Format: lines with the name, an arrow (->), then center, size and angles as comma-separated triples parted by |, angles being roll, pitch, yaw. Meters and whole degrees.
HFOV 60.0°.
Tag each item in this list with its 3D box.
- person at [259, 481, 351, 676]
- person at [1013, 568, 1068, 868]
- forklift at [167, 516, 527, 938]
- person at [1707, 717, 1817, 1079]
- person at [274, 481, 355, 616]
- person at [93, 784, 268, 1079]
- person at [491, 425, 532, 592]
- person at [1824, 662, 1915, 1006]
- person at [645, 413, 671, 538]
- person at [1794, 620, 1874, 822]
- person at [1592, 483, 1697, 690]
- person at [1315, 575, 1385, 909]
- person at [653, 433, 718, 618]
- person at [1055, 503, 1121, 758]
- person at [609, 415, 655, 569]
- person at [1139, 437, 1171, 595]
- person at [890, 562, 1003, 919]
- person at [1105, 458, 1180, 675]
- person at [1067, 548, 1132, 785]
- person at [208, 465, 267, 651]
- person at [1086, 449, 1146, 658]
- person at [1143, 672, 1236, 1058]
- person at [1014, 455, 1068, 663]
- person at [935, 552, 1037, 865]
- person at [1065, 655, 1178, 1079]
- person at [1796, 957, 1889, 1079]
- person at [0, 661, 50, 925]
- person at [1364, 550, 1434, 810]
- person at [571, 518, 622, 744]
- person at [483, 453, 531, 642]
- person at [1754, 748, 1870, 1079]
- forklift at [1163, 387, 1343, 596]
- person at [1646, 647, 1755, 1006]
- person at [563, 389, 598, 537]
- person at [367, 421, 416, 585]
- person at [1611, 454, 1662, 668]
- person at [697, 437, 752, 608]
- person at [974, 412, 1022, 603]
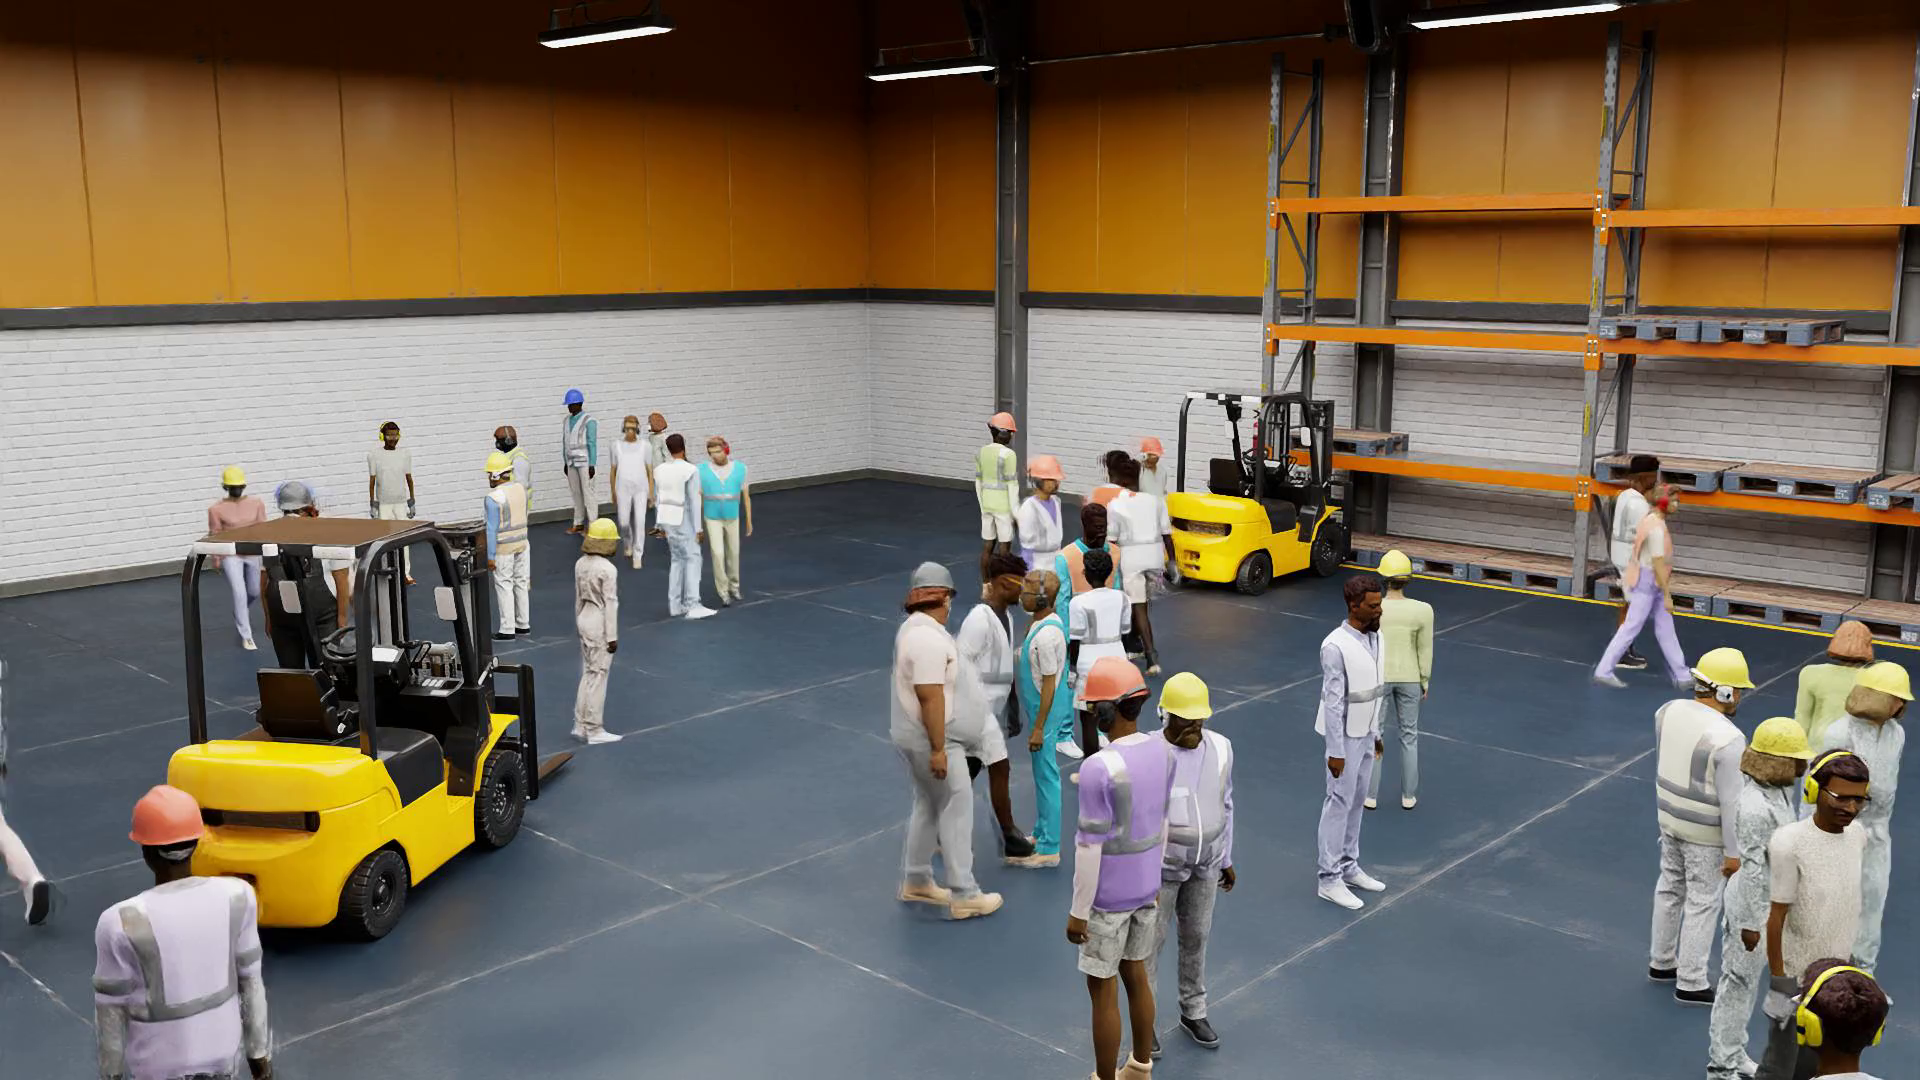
person -> -4.994, 0.547, 12.629 | 0.680, 2.000, 0.535 | 0, 10, 0
person -> 0.489, 1.078, 10.161 | 0.345, 1.847, 0.508 | 0, 10, 2
forklift -> -3.583, 0.976, 9.748 | 1.214, 2.155, 2.313 | 2, 10, 11
person -> 3.545, 1.623, 7.351 | 0.323, 1.743, 0.489 | 7, 12, 35
person -> -5.238, 0.467, 13.476 | 0.778, 1.894, 0.628 | 7, 12, 36
person -> -2.700, 1.810, 5.867 | 0.943, 1.905, 0.549 | 8, 13, 39
person -> -4.950, -0.353, 18.369 | 0.429, 1.831, 0.635 | -6, 12, -32
person -> 4.542, 1.427, 8.543 | 0.505, 1.706, 0.786 | -2, 10, -12
person -> -3.942, -0.847, 21.725 | 0.275, 1.632, 0.507 | -8, 13, -37
person -> 5.122, 1.272, 9.699 | 0.505, 1.624, 0.288 | 6, 11, 29
person -> 5.916, 0.406, 14.132 | 0.966, 1.790, 0.573 | 5, 11, 24
person -> 2.262, 1.138, 9.611 | 0.387, 1.919, 0.594 | 7, 12, 36
person -> -2.866, -0.147, 17.069 | 0.730, 1.871, 0.401 | 8, 13, 38
person -> 0.944, 0.658, 12.391 | 0.587, 1.910, 0.397 | -7, 12, -36
person -> -3.868, -0.579, 19.674 | 0.515, 1.820, 0.551 | -1, 10, -8
person -> 2.090, -0.246, 17.994 | 0.597, 1.731, 0.553 | -7, 12, -36
person -> -0.063, 1.093, 9.524 | 0.676, 2.000, 0.741 | -1, 10, -6
person -> 1.639, 0.227, 14.899 | 0.646, 1.896, 1.023 | -4, 11, -22
person -> 0.982, 0.901, 11.638 | 0.535, 1.686, 0.349 | -7, 12, -35
person -> -6.859, 0.136, 15.816 | 0.523, 1.741, 0.765 | -9, 14, -42
person -> 1.491, 0.132, 15.239 | 0.641, 1.948, 0.695 | 10, 14, 44
person -> 1.026, 1.504, 7.781 | 0.603, 1.828, 0.404 | -4, 11, -19
person -> 0.714, 0.280, 14.168 | 0.447, 2.033, 0.630 | 6, 12, 31
person -> 0.215, 1.038, 10.210 | 0.862, 1.907, 0.690 | 2, 10, 13
person -> 0.674, 1.504, 7.238 | 0.407, 2.029, 0.608 | 8, 13, 39
person -> 2.345, 2.054, 4.570 | 0.505, 1.864, 0.331 | -2, 10, -10
person -> -5.456, 1.235, 9.138 | 0.805, 1.896, 0.575 | 6, 11, 29
person -> 2.892, 0.943, 11.149 | 0.525, 1.772, 0.301 | 1, 10, 3
person -> -2.775, 0.694, 12.691 | 0.437, 1.732, 0.509 | -9, 13, -41
person -> -4.371, 0.069, 15.987 | 0.404, 1.824, 0.586 | 4, 11, 22
person -> 3.336, 1.716, 6.494 | 0.520, 1.861, 0.332 | -5, 11, -26
forklift -> 3.298, -0.608, 18.767 | 1.214, 2.155, 2.313 | 9, 13, 42
person -> 3.692, 1.421, 8.290 | 0.403, 1.818, 0.606 | -2, 10, -12
person -> -4.999, -1.014, 21.814 | 0.610, 1.938, 0.412 | 8, 13, 37
person -> -6.329, -0.400, 18.551 | 0.509, 1.860, 0.334 | -7, 12, -34
person -> 6.088, 0.200, 14.873 | 0.497, 1.943, 0.621 | 2, 10, 12
person -> -2.511, -0.198, 17.591 | 0.589, 1.808, 0.635 | -3, 11, -18
person -> 0.431, -0.339, 17.696 | 0.392, 2.034, 0.605 | -8, 13, -40
